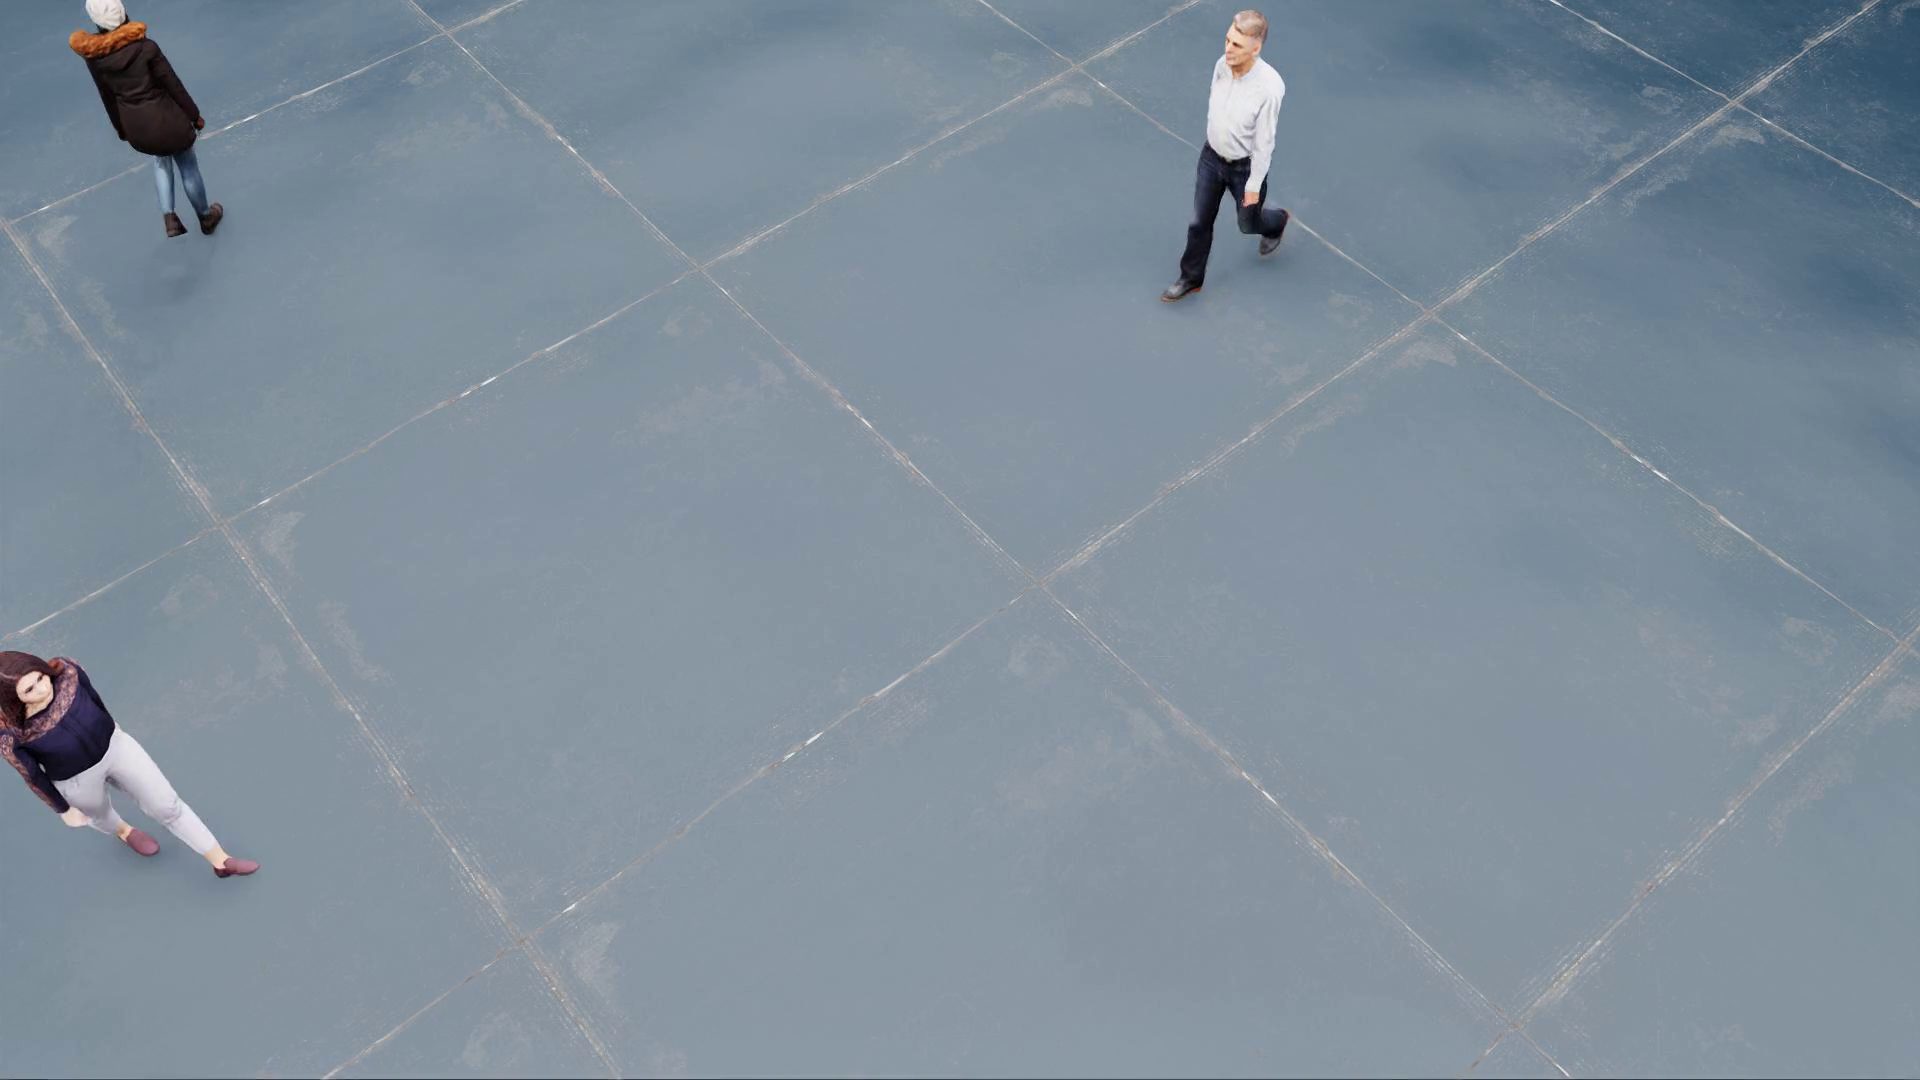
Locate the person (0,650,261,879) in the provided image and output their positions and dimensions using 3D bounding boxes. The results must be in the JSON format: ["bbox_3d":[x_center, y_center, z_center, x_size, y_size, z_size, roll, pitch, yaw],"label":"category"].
[{"bbox_3d":[-3.610,0.924,6.833,0.932,1.572,1.033,21,55,15],"label":"person"}]

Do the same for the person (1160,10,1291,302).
[{"bbox_3d":[1.559,-2.089,9.023,1.105,1.798,0.650,-34,60,-24],"label":"person"}]

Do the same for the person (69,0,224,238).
[{"bbox_3d":[-4.517,-2.307,9.301,0.804,1.625,0.862,0,52,0],"label":"person"}]
